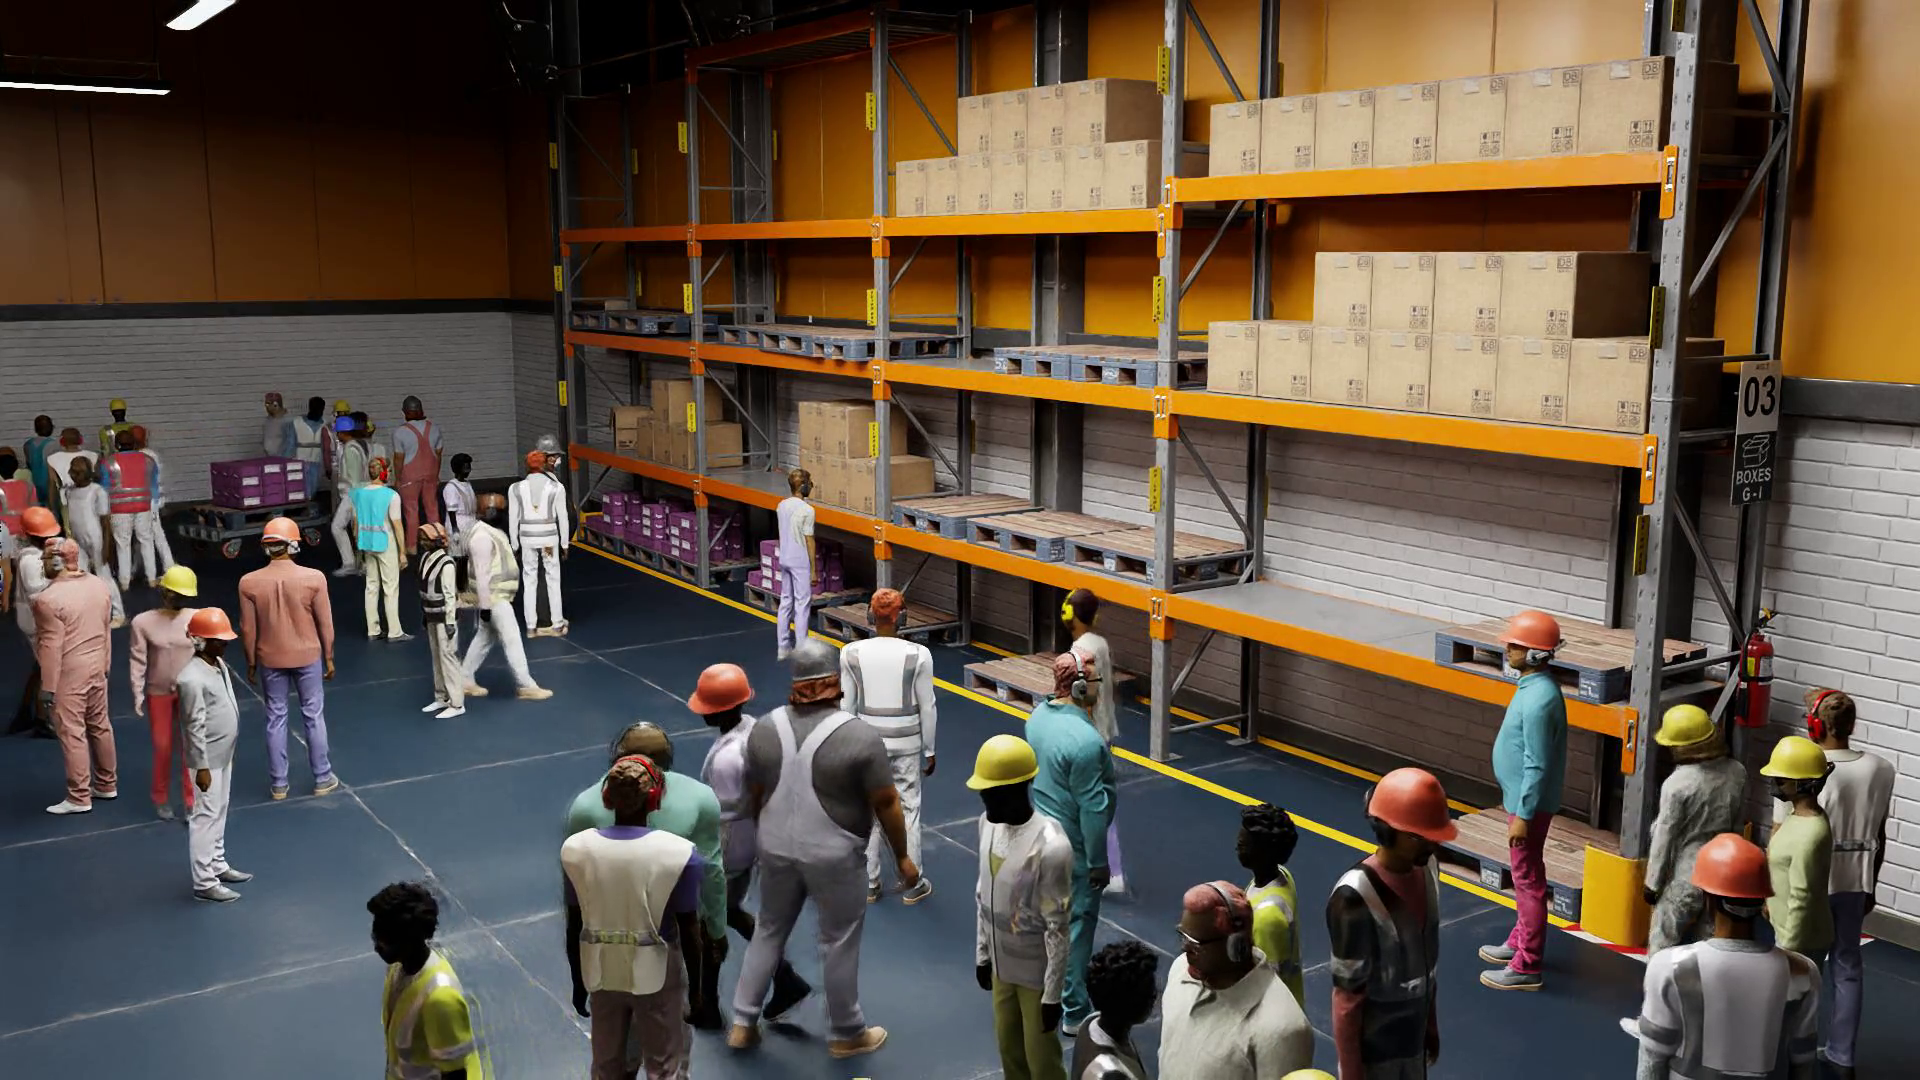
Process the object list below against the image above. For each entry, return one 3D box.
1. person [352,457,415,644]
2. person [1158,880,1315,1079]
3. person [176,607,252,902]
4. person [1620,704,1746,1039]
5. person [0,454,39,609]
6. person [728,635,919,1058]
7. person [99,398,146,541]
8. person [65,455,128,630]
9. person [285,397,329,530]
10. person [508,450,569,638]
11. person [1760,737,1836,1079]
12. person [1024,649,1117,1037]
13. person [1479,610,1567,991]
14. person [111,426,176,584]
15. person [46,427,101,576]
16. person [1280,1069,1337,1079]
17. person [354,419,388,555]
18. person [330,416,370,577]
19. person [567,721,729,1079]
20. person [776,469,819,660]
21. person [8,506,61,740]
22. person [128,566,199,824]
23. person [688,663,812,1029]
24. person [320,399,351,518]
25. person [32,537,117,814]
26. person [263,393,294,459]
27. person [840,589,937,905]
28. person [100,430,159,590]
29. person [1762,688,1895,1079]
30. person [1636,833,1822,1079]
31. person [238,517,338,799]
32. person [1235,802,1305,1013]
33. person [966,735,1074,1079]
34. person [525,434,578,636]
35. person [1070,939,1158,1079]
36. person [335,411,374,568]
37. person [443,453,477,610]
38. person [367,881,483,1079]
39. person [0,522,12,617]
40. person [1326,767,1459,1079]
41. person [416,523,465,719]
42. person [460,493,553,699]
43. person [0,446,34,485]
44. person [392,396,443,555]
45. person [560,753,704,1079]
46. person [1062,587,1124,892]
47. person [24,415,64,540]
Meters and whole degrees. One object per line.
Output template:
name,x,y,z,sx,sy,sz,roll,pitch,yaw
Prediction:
person,-5.699,0.108,16.355,0.573,1.844,0.376,4,10,22
person,0.807,1.981,5.228,0.399,1.897,0.652,-5,11,-26
person,-4.424,1.257,9.888,0.342,1.747,0.571,-2,10,-9
person,3.516,1.613,7.941,0.505,1.710,0.316,-2,10,-14
person,-10.285,-0.089,18.000,0.613,1.675,0.549,6,11,30
person,-0.637,1.459,7.855,0.889,2.000,0.591,4,11,24
person,-11.182,-0.931,22.240,0.384,1.917,0.593,8,12,39
person,-8.805,0.047,16.812,0.527,1.838,0.604,3,10,15
person,-9.042,-1.057,23.123,0.599,1.865,0.623,7,12,37
person,-4.204,0.040,16.640,0.585,1.882,0.337,-1,10,-5
person,3.597,1.710,7.209,0.341,1.760,0.525,4,11,24
person,0.569,1.472,8.170,0.410,1.909,0.643,-4,10,-23
person,2.945,1.343,8.662,0.375,1.997,0.612,3,10,18
person,-9.561,-0.398,19.303,0.911,1.841,0.600,-1,10,-5
person,-10.323,-0.407,19.450,0.604,1.823,0.445,-8,13,-40
person,0.872,2.207,4.362,0.320,1.738,0.486,2,10,12
person,-7.514,-0.666,21.149,0.523,1.763,0.329,3,10,18
person,-7.267,-0.502,19.669,0.609,1.924,0.622,-2,10,-13
person,-1.349,1.648,7.179,0.664,1.908,0.626,-3,10,-15
person,-1.516,0.249,15.575,0.502,1.837,0.351,9,13,44
person,-7.280,0.650,13.070,0.530,1.888,0.696,-4,11,-25
person,-5.291,1.038,11.225,0.555,1.729,0.425,-4,11,-24
person,-1.124,1.495,8.101,0.648,1.892,0.584,2,10,11
person,-8.546,-1.036,23.099,0.404,1.837,0.590,8,12,38
person,-6.092,0.920,11.408,0.408,1.906,0.653,2,10,9
person,-9.595,-1.126,23.433,0.643,1.905,0.400,8,12,39
person,-0.413,1.210,9.765,0.573,1.887,0.356,2,10,10
person,-9.503,-0.342,19.056,0.431,1.836,0.619,9,13,43
person,3.976,1.598,7.641,0.563,1.836,0.385,-1,10,-6
person,2.503,1.916,5.507,0.545,1.929,0.387,1,10,7
person,-4.710,0.831,11.702,0.608,1.986,0.391,-2,10,-14
person,1.192,1.854,6.540,0.321,1.697,0.529,2,10,11
person,0.229,1.716,6.732,0.419,1.917,0.590,-6,11,-30
person,-4.137,-0.069,16.823,0.535,2.000,0.682,-2,10,-10
person,0.465,2.074,5.265,0.322,1.690,0.537,0,10,0
person,-7.240,-0.585,20.077,0.367,1.966,0.614,3,10,16
person,-5.404,-0.103,18.040,0.320,1.693,0.531,1,10,4
person,-1.914,1.990,5.792,0.657,1.676,0.541,-5,11,-27
person,-8.297,0.428,13.904,0.694,2.000,0.986,-5,11,-25
person,1.558,1.786,5.972,0.411,2.033,0.613,9,13,43
person,-4.295,0.661,13.752,0.314,1.632,0.522,-7,12,-37
person,-3.996,0.483,14.299,0.870,1.805,0.635,-1,10,-8
person,-11.032,-0.299,19.409,0.507,1.608,0.730,-9,13,-44
person,-7.004,-0.840,21.351,0.537,2.000,0.680,8,13,40
person,-1.304,1.771,6.637,0.561,1.836,0.393,1,10,8
person,0.794,1.203,9.965,0.516,1.829,0.540,5,11,29
person,-11.425,-0.645,20.828,0.502,1.837,0.344,1,10,4
